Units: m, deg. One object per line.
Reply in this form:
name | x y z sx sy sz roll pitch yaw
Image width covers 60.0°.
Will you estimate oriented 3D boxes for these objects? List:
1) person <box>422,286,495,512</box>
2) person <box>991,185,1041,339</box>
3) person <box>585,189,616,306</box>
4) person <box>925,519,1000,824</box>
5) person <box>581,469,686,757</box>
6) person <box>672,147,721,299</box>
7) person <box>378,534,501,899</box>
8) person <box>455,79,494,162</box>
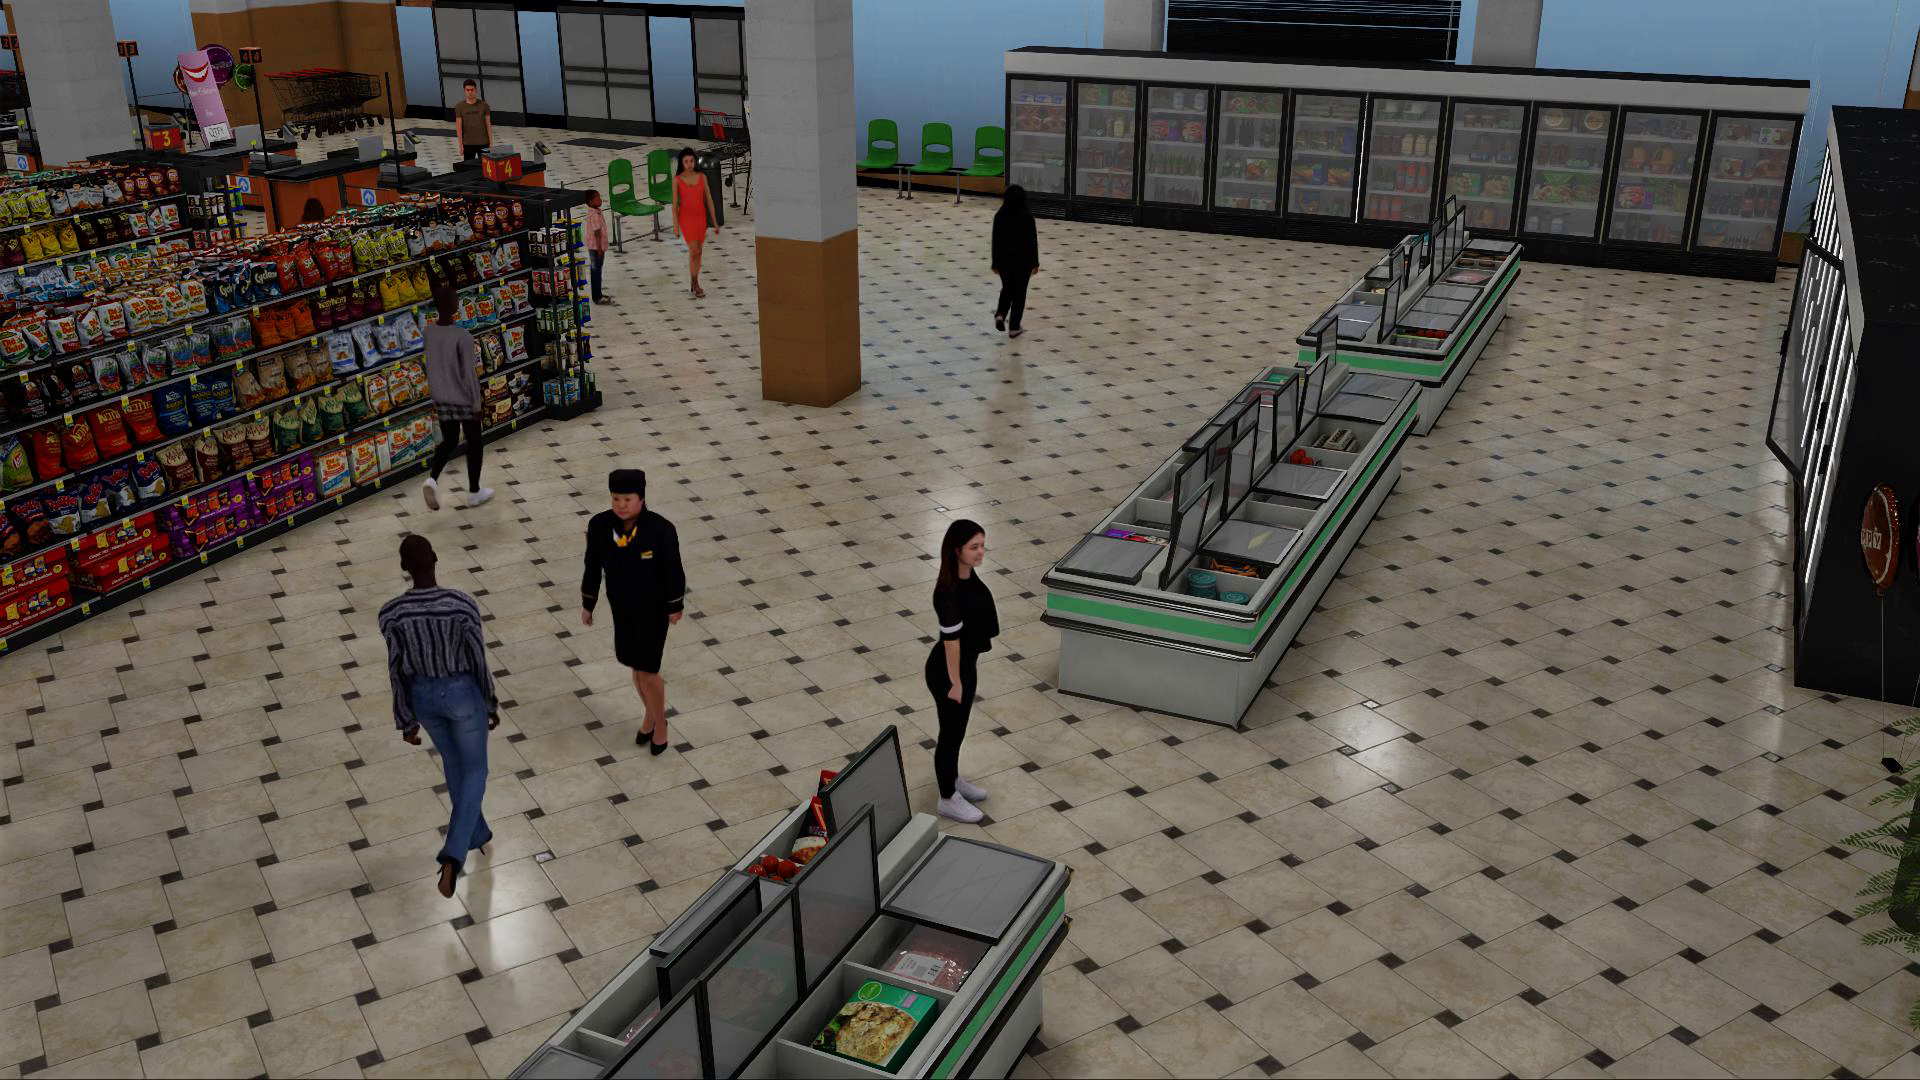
person | -3.898 -1.041 12.663 0.670 1.754 0.985 8 23 19
person | 0.546 -2.901 17.492 0.634 1.606 0.687 10 24 23
person | -4.167 -3.361 19.035 0.636 1.307 0.569 -6 23 -16
person | -0.014 0.658 8.590 0.724 1.639 0.604 4 22 10
person | -1.761 0.362 9.295 0.735 1.662 0.692 8 23 18
person | -3.141 -3.701 19.350 0.806 1.704 0.849 -15 26 -33
person | -2.446 0.867 7.904 0.945 1.761 1.147 0 22 0
person | -7.104 -5.813 24.410 0.733 1.851 0.802 -9 24 -21
